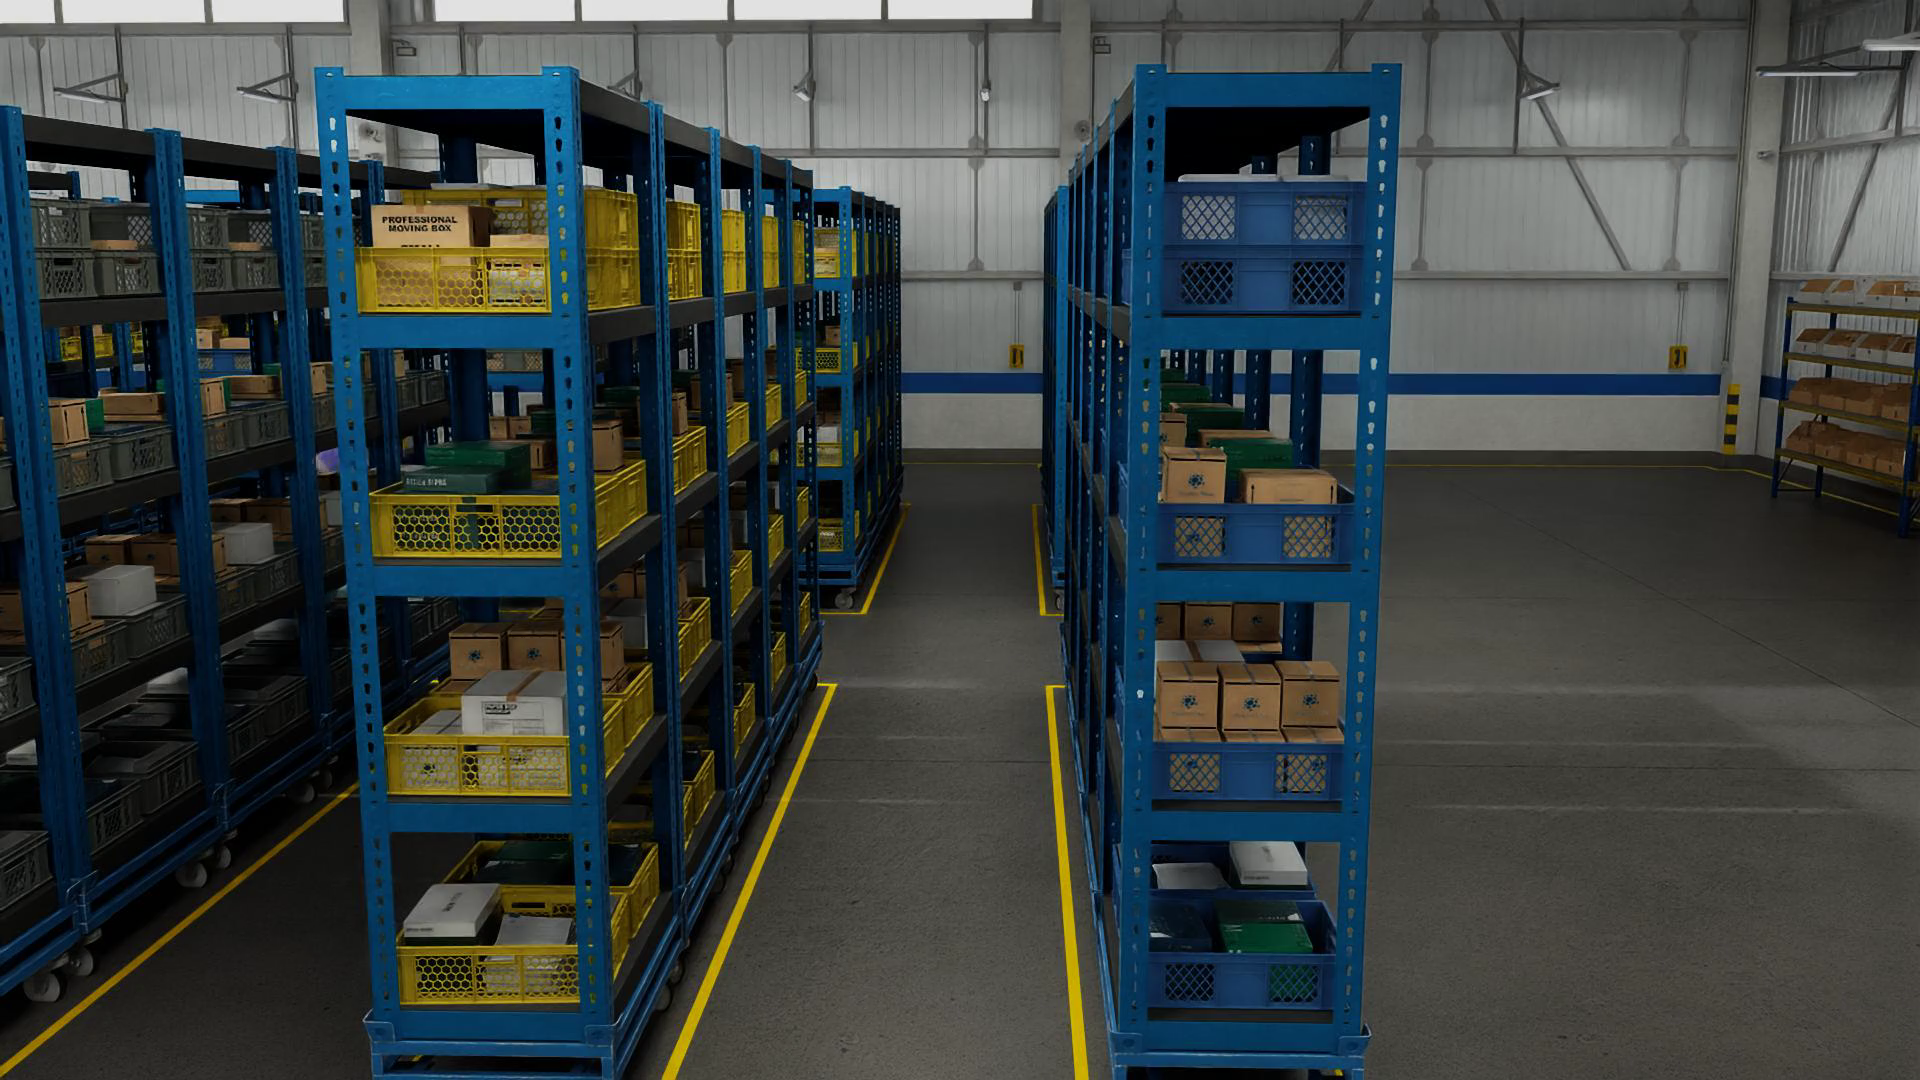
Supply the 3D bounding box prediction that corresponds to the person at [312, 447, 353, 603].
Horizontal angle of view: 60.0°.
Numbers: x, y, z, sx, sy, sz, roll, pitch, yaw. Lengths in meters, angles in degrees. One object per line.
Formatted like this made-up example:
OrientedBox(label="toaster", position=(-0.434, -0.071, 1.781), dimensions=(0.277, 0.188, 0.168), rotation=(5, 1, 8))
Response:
OrientedBox(label="person", position=(-5.055, -0.177, 13.581), dimensions=(0.842, 1.824, 0.578), rotation=(0, 10, 3))
